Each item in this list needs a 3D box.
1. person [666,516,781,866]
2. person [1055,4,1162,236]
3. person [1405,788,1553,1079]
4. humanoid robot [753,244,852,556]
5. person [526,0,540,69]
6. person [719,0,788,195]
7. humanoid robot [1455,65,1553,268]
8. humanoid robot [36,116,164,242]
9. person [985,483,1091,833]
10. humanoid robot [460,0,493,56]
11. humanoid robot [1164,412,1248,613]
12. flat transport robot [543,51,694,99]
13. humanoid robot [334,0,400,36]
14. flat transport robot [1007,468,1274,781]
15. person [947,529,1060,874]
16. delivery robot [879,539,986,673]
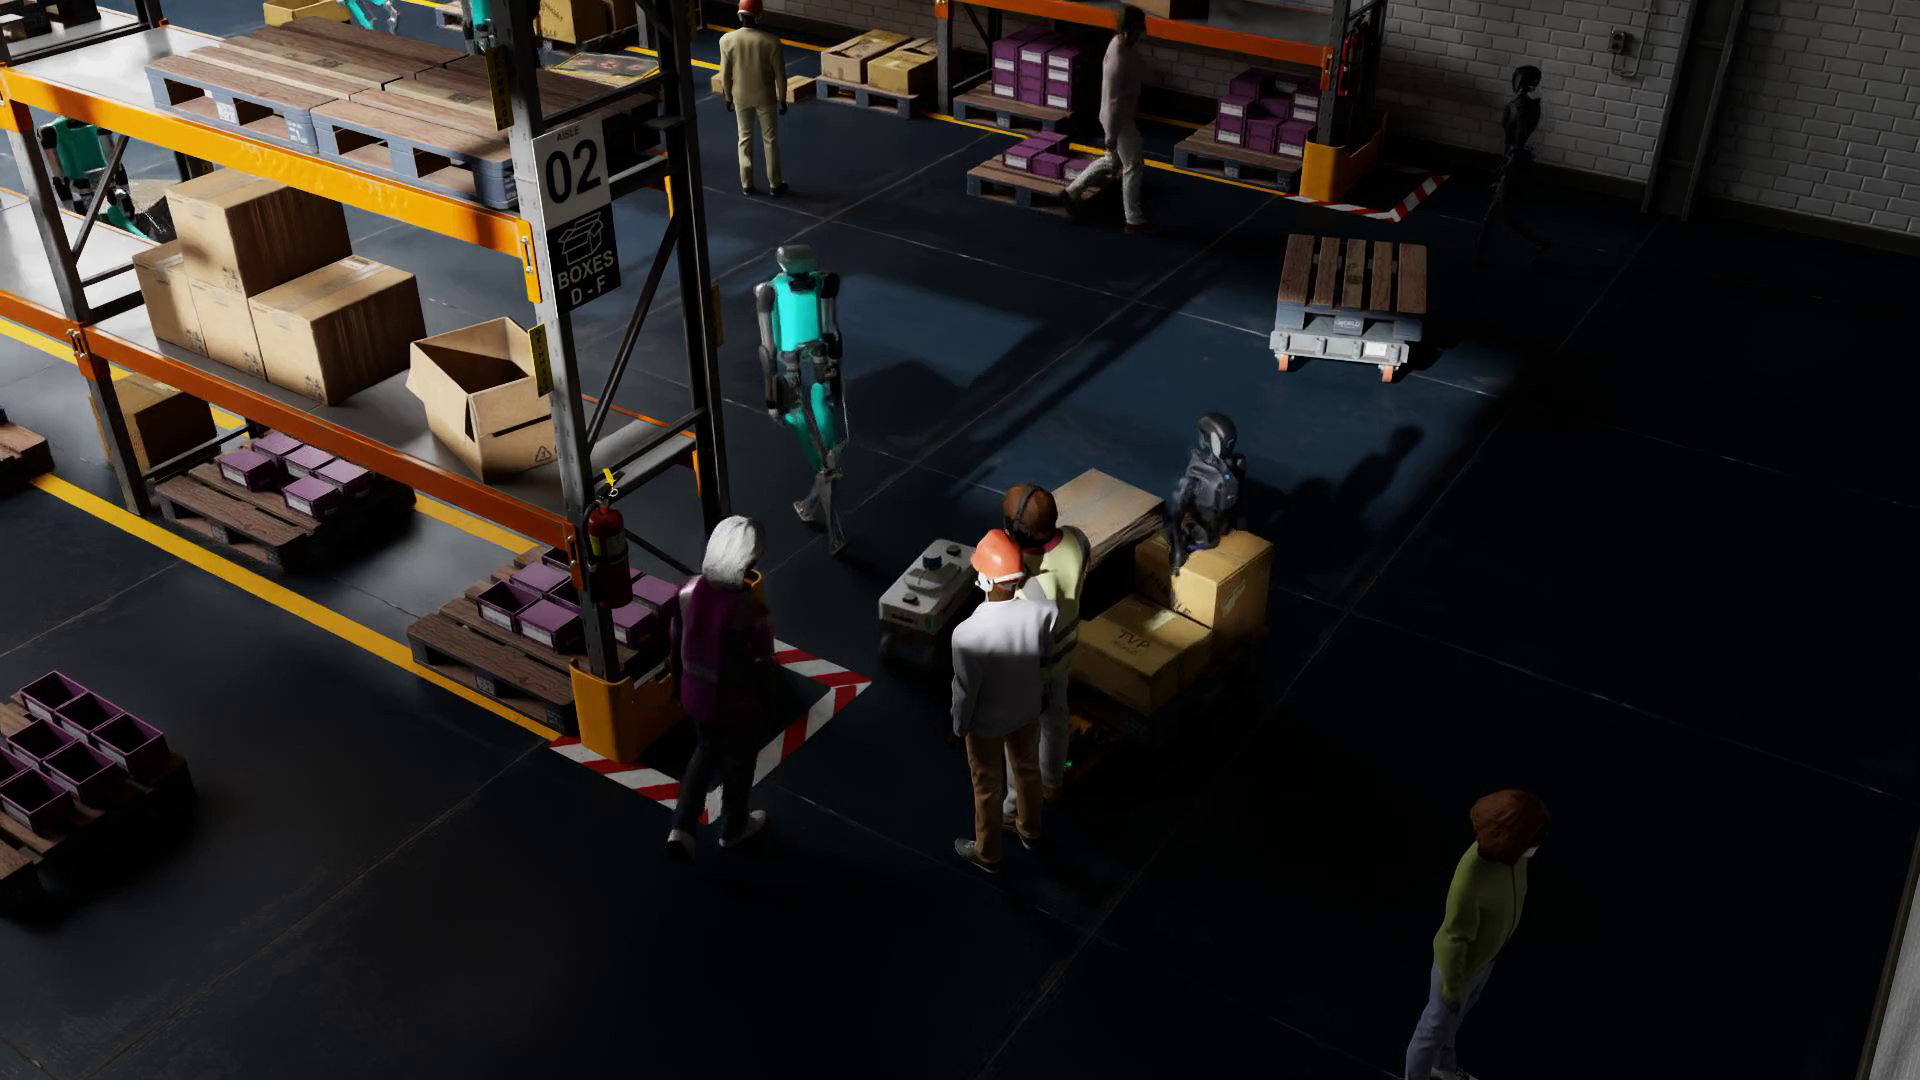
[{"bbox_3d":[-1.075,0.726,7.334,0.572,1.815,0.598,16,36,23],"label":"person"},{"bbox_3d":[1.251,-3.450,13.671,0.858,1.912,0.628,4,33,7],"label":"person"},{"bbox_3d":[1.925,1.560,6.222,0.285,1.633,0.498,26,41,34],"label":"person"},{"bbox_3d":[-0.756,-0.766,9.726,0.587,1.781,0.928,-22,39,-30],"label":"humanoid robot"},{"bbox_3d":[-3.907,-4.284,14.944,0.823,1.924,0.503,-8,34,-12],"label":"person"},{"bbox_3d":[-1.774,-3.867,14.454,0.574,1.749,0.334,3,33,4],"label":"person"},{"bbox_3d":[4.412,-2.906,13.079,0.716,1.631,0.586,7,34,11],"label":"humanoid robot"},{"bbox_3d":[-6.111,-2.337,12.148,0.944,1.754,0.564,20,38,27],"label":"humanoid robot"},{"bbox_3d":[0.308,0.542,7.598,0.430,1.844,0.621,22,39,30],"label":"person"},{"bbox_3d":[-4.189,-4.425,15.340,0.579,1.769,0.862,-23,39,-31],"label":"humanoid robot"},{"bbox_3d":[1.234,0.107,8.412,0.585,1.648,0.334,-28,42,-36],"label":"humanoid robot"},{"bbox_3d":[-3.564,-4.832,17.299,1.431,0.231,0.659,9,34,14],"label":"flat transport robot"},{"bbox_3d":[-6.260,-5.799,17.489,1.040,1.760,0.549,16,36,23],"label":"humanoid robot"},{"bbox_3d":[0.801,0.722,8.763,0.659,0.231,1.431,27,42,35],"label":"flat transport robot"},{"bbox_3d":[0.169,0.720,7.405,0.572,1.748,0.341,-22,39,-30],"label":"person"},{"bbox_3d":[-0.141,0.317,9.140,0.499,0.613,0.816,15,36,22],"label":"delivery robot"}]
